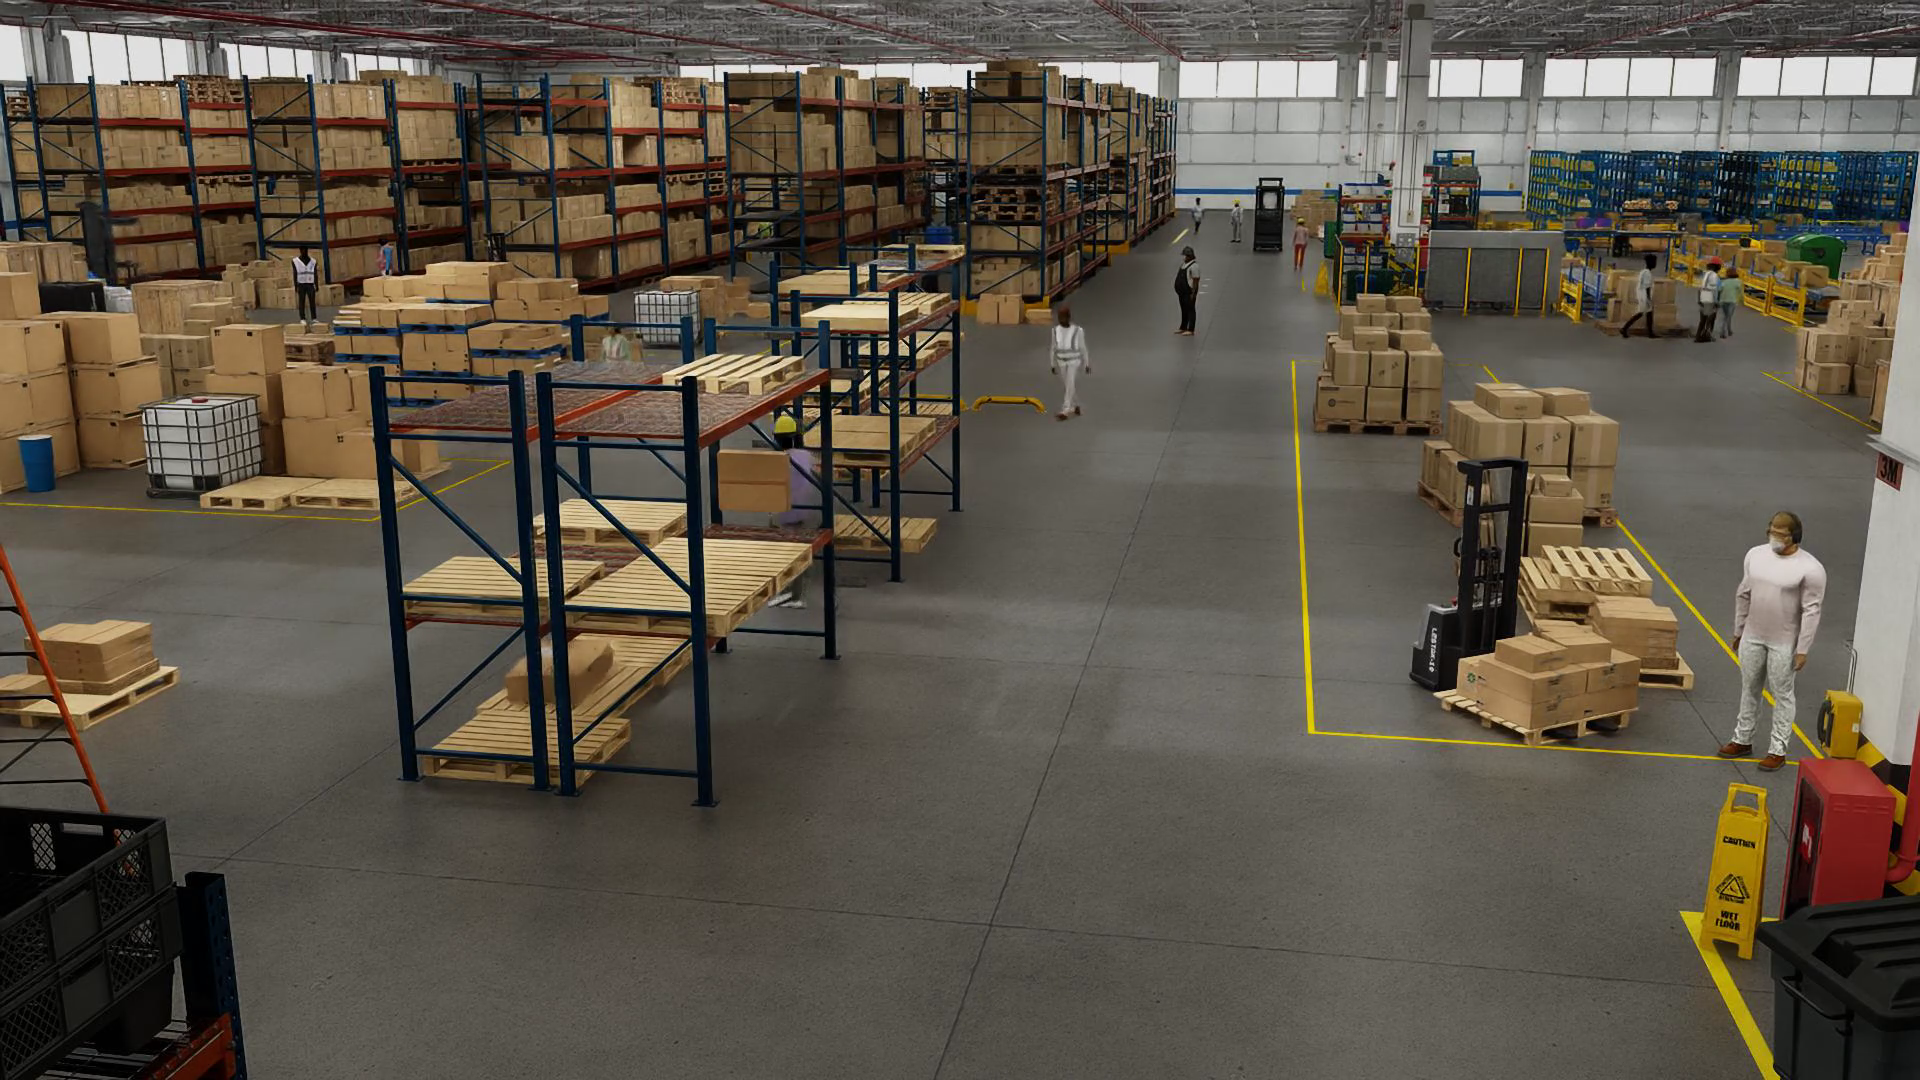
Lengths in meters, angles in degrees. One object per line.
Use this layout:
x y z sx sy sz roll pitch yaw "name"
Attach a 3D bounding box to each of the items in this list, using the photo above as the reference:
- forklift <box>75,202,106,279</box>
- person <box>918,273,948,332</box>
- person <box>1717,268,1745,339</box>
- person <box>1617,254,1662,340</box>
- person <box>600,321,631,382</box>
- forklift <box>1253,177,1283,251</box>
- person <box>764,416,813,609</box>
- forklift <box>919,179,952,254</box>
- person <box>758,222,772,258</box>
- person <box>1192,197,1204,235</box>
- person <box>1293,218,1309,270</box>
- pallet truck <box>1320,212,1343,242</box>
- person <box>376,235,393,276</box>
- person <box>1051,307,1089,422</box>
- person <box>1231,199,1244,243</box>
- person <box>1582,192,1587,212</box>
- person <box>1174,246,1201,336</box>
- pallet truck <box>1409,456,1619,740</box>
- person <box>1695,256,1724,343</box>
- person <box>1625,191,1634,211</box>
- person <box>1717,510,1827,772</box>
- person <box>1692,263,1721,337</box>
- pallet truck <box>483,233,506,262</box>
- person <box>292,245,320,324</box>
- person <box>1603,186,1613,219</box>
-22.158 -7.223 42.530 1.873 2.768 1.129 -9 17 -33 "forklift"
-0.659 -5.436 37.189 1.008 1.955 0.609 -5 15 -20 "person"
17.431 -5.361 37.651 0.868 1.578 0.514 -12 18 -41 "person"
15.283 -5.446 37.279 0.937 1.933 0.614 4 14 15 "person"
-5.579 -2.701 26.754 0.541 1.622 0.547 7 15 25 "person"
12.083 -12.747 64.956 1.129 2.768 1.873 3 14 10 "forklift"
-1.694 -0.263 16.270 0.434 1.909 0.597 11 17 37 "person"
-1.271 -12.011 61.970 1.873 2.768 1.129 2 14 9 "forklift"
-7.200 -11.255 61.332 0.530 1.697 0.322 -5 15 -19 "person"
10.693 -14.590 74.914 0.539 1.673 0.650 -4 14 -17 "person"
11.500 -9.986 56.150 0.531 1.715 0.926 3 14 13 "person"
15.874 -13.227 70.310 0.680 1.201 1.601 10 17 35 "pallet truck"
-15.692 -7.406 45.412 0.429 1.844 0.622 -8 16 -28 "person"
1.795 -2.881 27.085 0.630 1.839 0.976 9 16 32 "person"
11.599 -13.373 69.688 0.403 1.826 0.592 -10 17 -35 "person"
30.133 -16.067 80.378 0.413 1.944 0.606 6 15 23 "person"
5.173 -5.704 38.090 0.535 2.000 0.673 -5 15 -19 "person"
4.504 0.400 13.395 0.823 1.965 1.885 -6 15 -23 "pallet truck"
16.599 -5.298 36.710 0.627 1.914 0.570 3 14 14 "person"
32.442 -16.062 80.571 0.404 1.830 0.603 -7 15 -26 "person"
5.950 0.728 12.188 0.372 1.940 0.632 -9 16 -31 "person"
16.912 -5.411 37.606 0.321 1.697 0.530 -7 16 -28 "person"
-11.832 -7.026 43.548 1.885 1.965 0.823 8 16 28 "pallet truck"
-15.902 -6.217 40.454 0.589 1.911 0.393 -10 17 -36 "person"
34.131 -17.792 87.662 0.576 1.810 0.818 -2 14 -7 "person"
